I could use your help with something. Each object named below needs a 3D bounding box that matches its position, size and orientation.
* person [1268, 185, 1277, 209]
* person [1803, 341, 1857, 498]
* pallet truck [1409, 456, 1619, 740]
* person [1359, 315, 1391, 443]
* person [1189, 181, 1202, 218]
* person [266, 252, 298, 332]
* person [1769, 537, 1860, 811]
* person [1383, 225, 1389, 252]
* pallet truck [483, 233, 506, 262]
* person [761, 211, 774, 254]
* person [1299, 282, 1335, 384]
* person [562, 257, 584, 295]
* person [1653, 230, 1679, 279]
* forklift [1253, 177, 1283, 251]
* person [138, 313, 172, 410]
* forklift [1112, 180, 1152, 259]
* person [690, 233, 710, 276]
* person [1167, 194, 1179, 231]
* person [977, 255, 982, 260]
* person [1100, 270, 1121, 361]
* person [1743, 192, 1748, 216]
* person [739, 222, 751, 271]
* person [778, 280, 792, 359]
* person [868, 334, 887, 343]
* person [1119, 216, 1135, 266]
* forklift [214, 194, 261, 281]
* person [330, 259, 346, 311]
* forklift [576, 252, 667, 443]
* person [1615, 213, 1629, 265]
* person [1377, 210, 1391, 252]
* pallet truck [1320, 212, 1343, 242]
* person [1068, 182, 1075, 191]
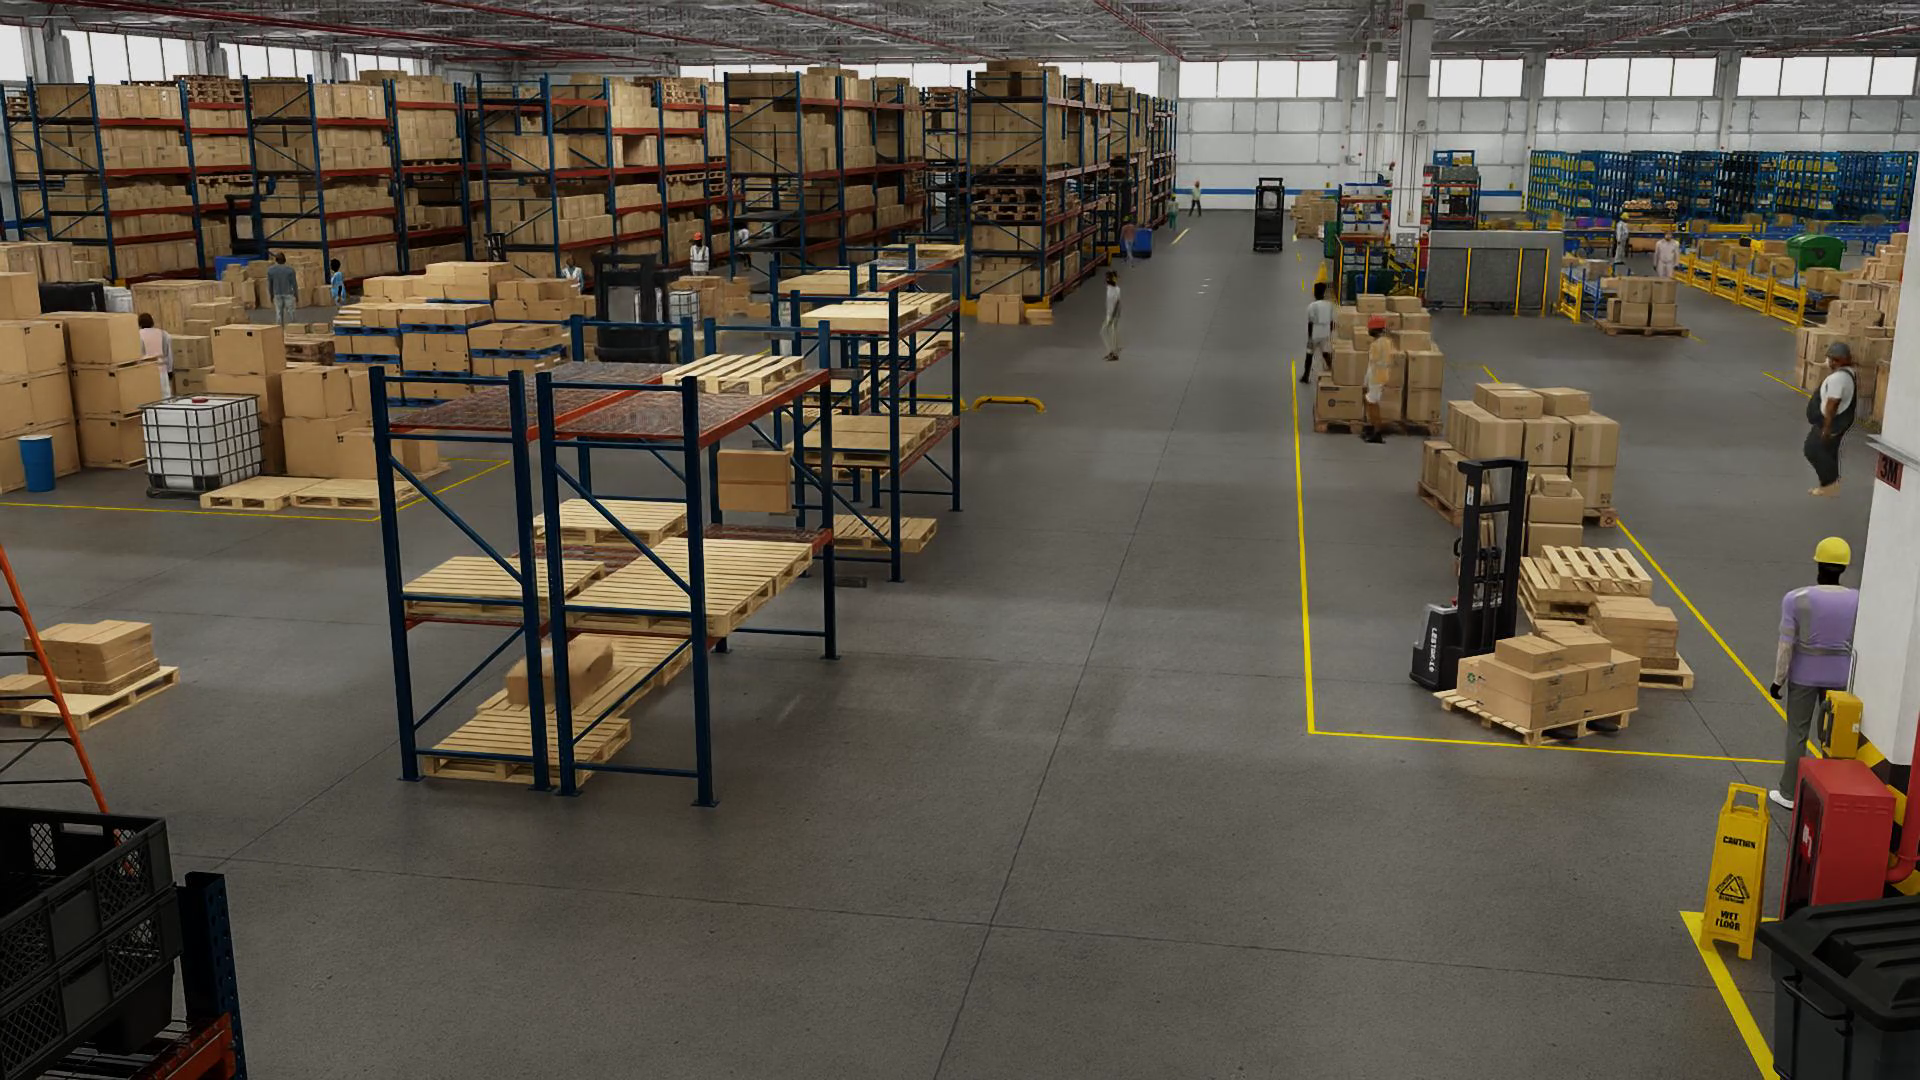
[{"bbox_3d":[17.002,-18.405,90.378,0.900,1.701,0.622,0,14,-1],"label":"person"},{"bbox_3d":[11.060,-1.531,21.147,0.538,2.000,0.699,12,18,40],"label":"person"},{"bbox_3d":[4.504,0.400,13.395,0.823,1.965,1.885,-6,15,-23],"label":"pallet truck"},{"bbox_3d":[6.174,-2.409,24.964,0.585,1.914,0.565,9,16,32],"label":"person"},{"bbox_3d":[12.756,-18.454,90.043,0.604,1.962,0.976,-5,15,-21],"label":"person"},{"bbox_3d":[-15.269,-5.519,37.551,0.637,1.937,0.357,-3,14,-11],"label":"person"},{"bbox_3d":[5.887,0.923,11.420,0.593,1.924,0.381,2,14,8],"label":"person"},{"bbox_3d":[14.424,-9.884,55.922,0.287,1.625,0.497,-10,17,-35],"label":"person"},{"bbox_3d":[-11.832,-7.026,43.548,1.885,1.965,0.823,8,16,28],"label":"pallet truck"},{"bbox_3d":[-7.289,-11.664,63.145,0.493,1.624,0.280,-1,14,-4],"label":"person"},{"bbox_3d":[6.610,-3.756,30.430,0.614,1.927,0.999,-6,15,-21],"label":"person"},{"bbox_3d":[-9.360,-6.025,40.237,0.522,1.631,0.317,-1,14,-2],"label":"person"},{"bbox_3d":[19.882,-7.789,46.866,0.667,1.888,0.436,5,15,18],"label":"person"},{"bbox_3d":[12.083,-12.747,64.956,1.129,2.768,1.873,3,14,10],"label":"forklift"},{"bbox_3d":[-12.662,-2.638,26.061,0.430,1.840,0.625,13,19,43],"label":"person"},{"bbox_3d":[6.082,-11.722,60.796,1.873,2.768,1.129,2,14,9],"label":"forklift"},{"bbox_3d":[-6.988,-7.265,44.636,0.543,1.939,0.362,3,14,12],"label":"person"},{"bbox_3d":[9.992,-15.387,78.043,0.529,1.730,0.859,2,14,9],"label":"person"},{"bbox_3d":[1.030,-10.719,59.251,0.857,1.658,0.532,2,14,6],"label":"person"},{"bbox_3d":[3.079,-4.545,33.805,0.460,1.846,0.490,-8,16,-30],"label":"person"},{"bbox_3d":[37.694,-15.863,79.763,0.600,1.831,0.404,-6,15,-23],"label":"person"},{"bbox_3d":[-7.197,-9.810,55.525,0.361,1.681,0.550,8,16,29],"label":"person"},{"bbox_3d":[-3.608,-4.490,33.987,0.311,1.638,0.523,4,14,16],"label":"person"},{"bbox_3d":[-1.702,-5.050,35.732,0.768,1.891,0.635,9,16,32],"label":"person"},{"bbox_3d":[5.820,-10.357,57.657,0.518,1.713,0.886,-10,17,-35],"label":"person"},{"bbox_3d":[-20.579,-8.556,47.942,1.129,2.768,1.873,3,14,10],"label":"forklift"},{"bbox_3d":[-14.481,-5.689,38.735,0.316,1.695,0.541,-6,15,-24],"label":"person"},{"bbox_3d":[-5.022,-2.919,25.056,1.129,2.768,1.873,3,14,10],"label":"forklift"},{"bbox_3d":[23.126,-10.517,58.096,0.403,1.819,0.595,12,18,40],"label":"person"},{"bbox_3d":[14.587,-10.277,56.785,0.965,1.972,0.683,-1,14,-4],"label":"person"},{"bbox_3d":[15.874,-13.227,70.310,0.680,1.201,1.601,10,17,35],"label":"pallet truck"},{"bbox_3d":[5.896,-18.449,90.113,0.619,1.919,0.864,0,14,1],"label":"person"}]
